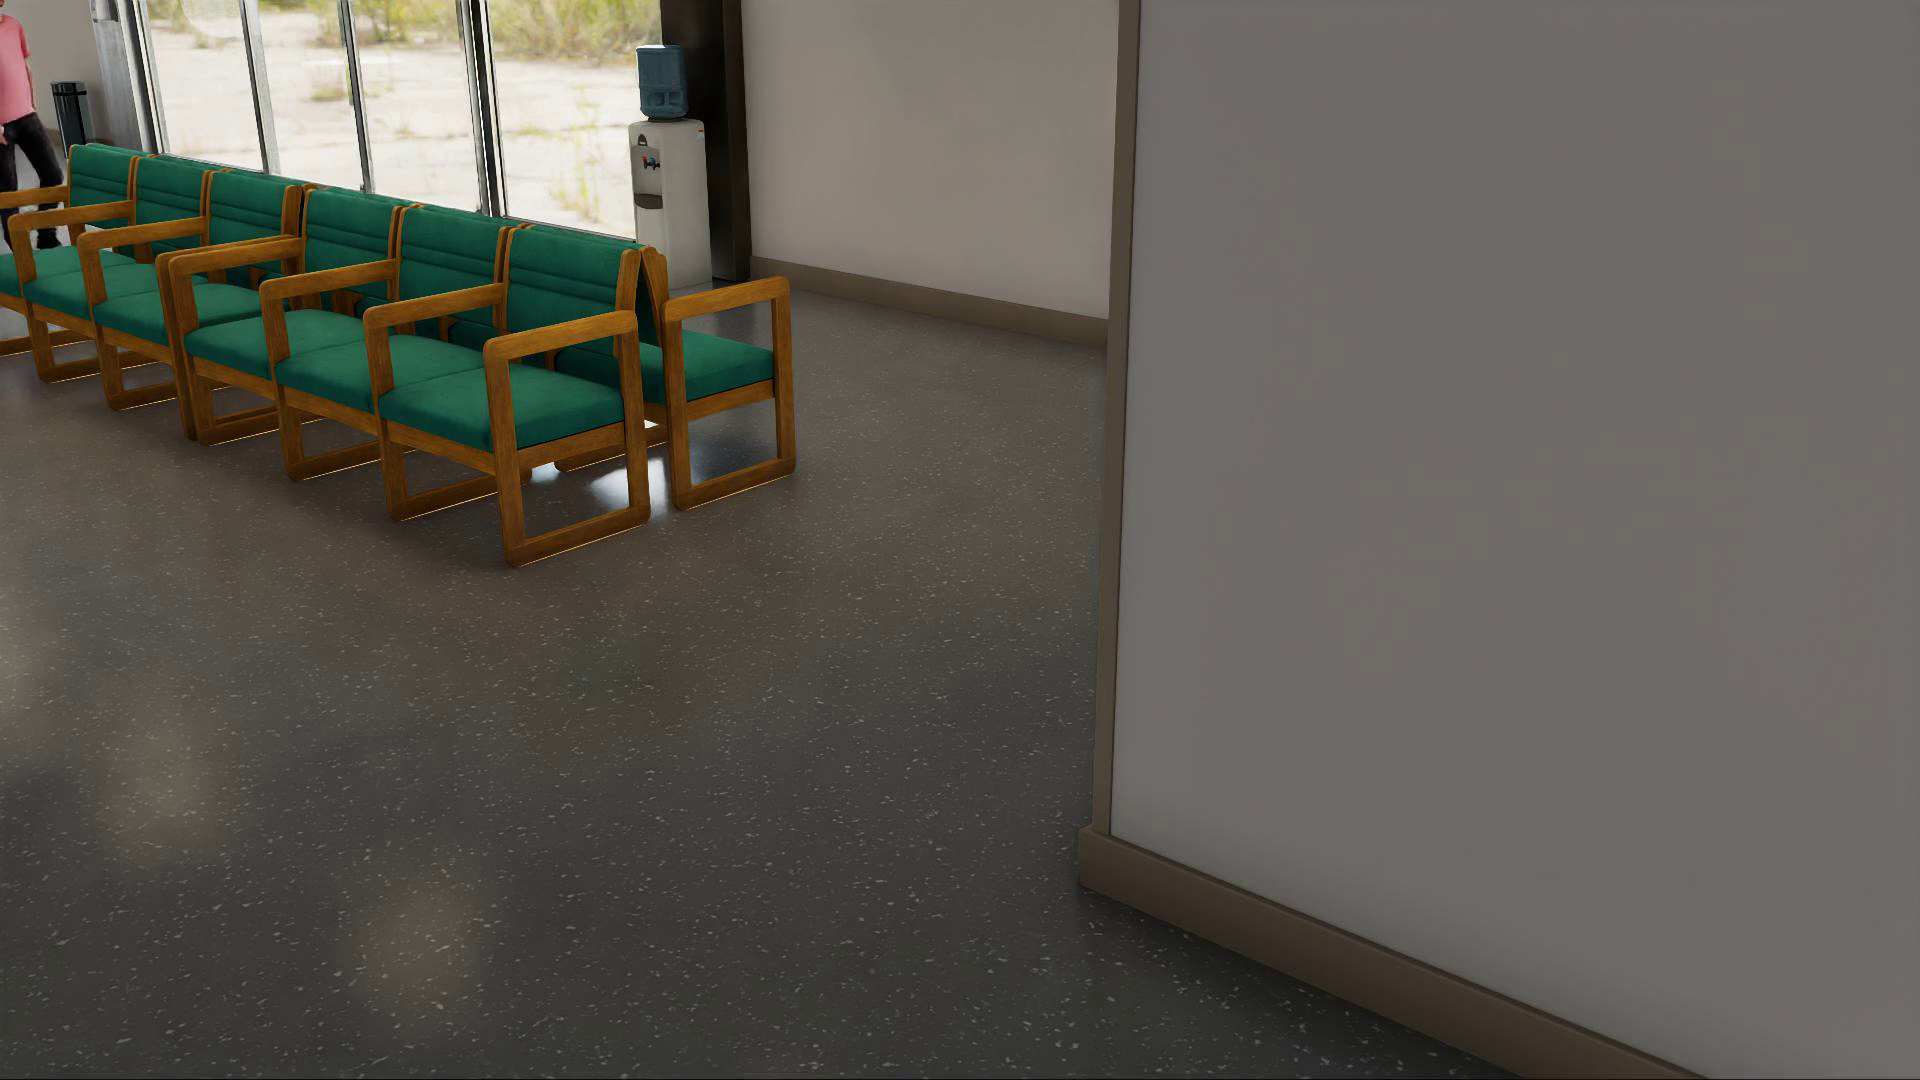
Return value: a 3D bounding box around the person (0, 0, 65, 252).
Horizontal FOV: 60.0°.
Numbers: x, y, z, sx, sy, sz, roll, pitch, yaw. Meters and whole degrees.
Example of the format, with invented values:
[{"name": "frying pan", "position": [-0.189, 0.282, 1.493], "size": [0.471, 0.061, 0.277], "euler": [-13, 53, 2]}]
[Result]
[{"name": "person", "position": [-6.417, -2.799, 11.091], "size": [0.781, 1.944, 0.666], "euler": [9, 23, 23]}]
